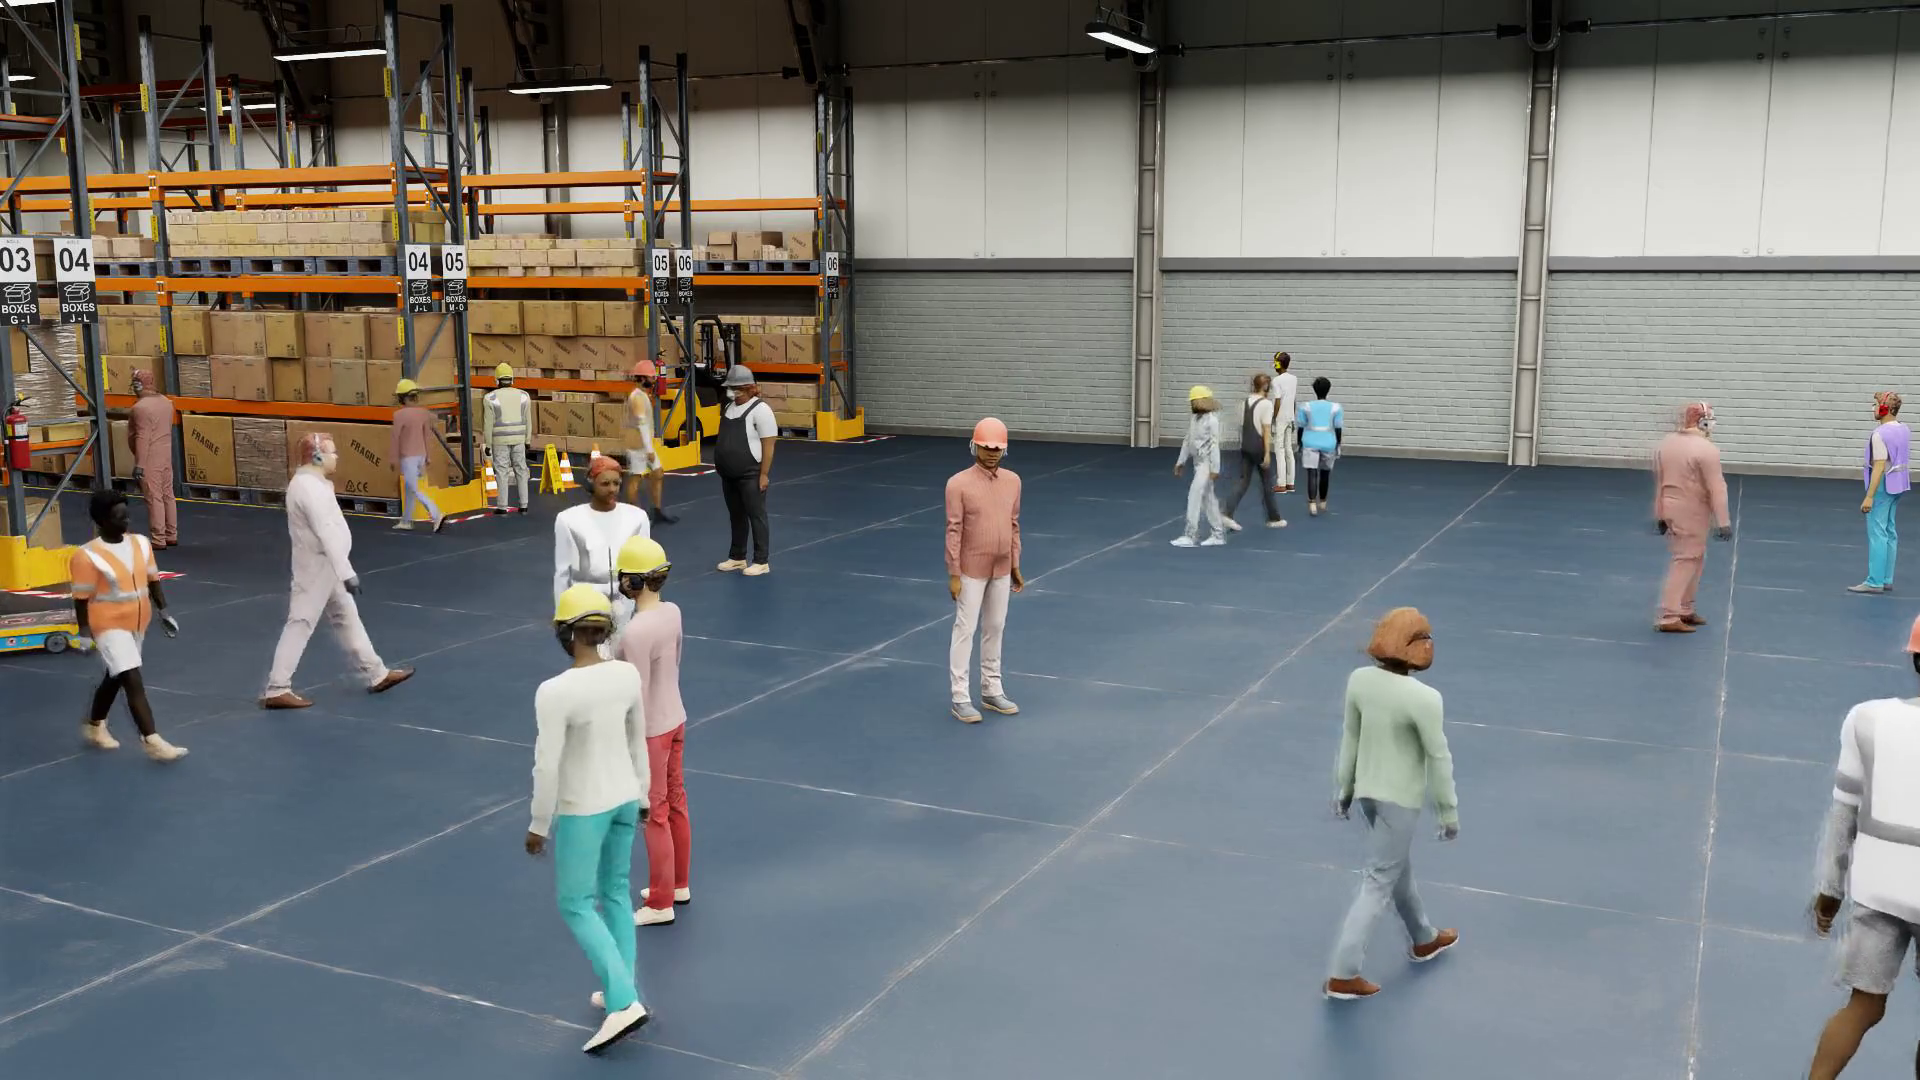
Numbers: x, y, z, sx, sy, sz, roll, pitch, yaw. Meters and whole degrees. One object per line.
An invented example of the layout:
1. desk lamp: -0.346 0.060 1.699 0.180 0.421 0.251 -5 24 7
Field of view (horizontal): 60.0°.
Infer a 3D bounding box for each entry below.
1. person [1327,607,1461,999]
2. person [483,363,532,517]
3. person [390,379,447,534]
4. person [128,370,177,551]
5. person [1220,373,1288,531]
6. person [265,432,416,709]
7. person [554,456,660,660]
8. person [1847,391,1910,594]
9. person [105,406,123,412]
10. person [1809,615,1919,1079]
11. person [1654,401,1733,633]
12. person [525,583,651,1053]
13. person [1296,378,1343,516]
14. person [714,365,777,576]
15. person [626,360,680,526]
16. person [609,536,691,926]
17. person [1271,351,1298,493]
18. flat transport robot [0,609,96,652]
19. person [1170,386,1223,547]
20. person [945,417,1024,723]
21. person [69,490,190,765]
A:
1. person: 1.815 1.057 6.829 0.836 1.585 0.513 -4 10 -25
2. person: -5.400 -1.190 19.844 0.588 1.833 0.404 -7 11 -36
3. person: -6.077 -0.932 18.556 0.804 1.736 0.531 4 10 22
4. person: -8.507 -0.836 17.470 0.407 1.902 0.639 0 9 1
5. person: 3.313 -0.986 18.750 0.944 1.794 0.547 -6 11 -33
6. person: -4.262 0.203 11.245 1.003 1.854 0.646 -4 10 -21
7. person: -2.082 0.421 9.940 0.597 1.830 1.018 -5 11 -30
8. person: 8.396 -0.426 15.116 0.570 1.845 0.383 -8 12 -41
9. person: -13.275 -2.227 25.921 0.447 1.921 0.575 4 10 21
10. person: 2.995 1.151 5.317 0.845 1.905 0.554 -8 12 -39
11. person: 5.991 -0.179 13.505 0.688 1.885 0.657 -1 9 -6
12. person: -1.360 1.046 6.438 0.602 1.737 0.572 6 11 32
13. person: 4.317 -1.126 20.003 0.543 1.654 0.862 2 9 10
14. person: -2.117 -0.678 16.069 0.688 2.000 0.536 9 13 44
15. person: -3.500 -1.087 18.952 0.750 1.912 0.579 -1 9 -6
16. person: -1.407 0.856 7.502 0.314 1.769 0.524 2 9 11
17. person: 4.246 -1.548 21.940 0.313 1.865 0.528 9 13 43
18. flat transport robot: -7.367 0.729 12.856 1.431 0.197 0.652 -5 11 -30
19. person: 2.484 -0.769 17.650 0.785 1.705 0.489 -3 10 -16
20. person: 0.174 0.186 10.918 0.612 1.991 0.392 -7 12 -38
21. person: -5.032 0.510 9.992 0.904 1.647 0.538 3 10 18
